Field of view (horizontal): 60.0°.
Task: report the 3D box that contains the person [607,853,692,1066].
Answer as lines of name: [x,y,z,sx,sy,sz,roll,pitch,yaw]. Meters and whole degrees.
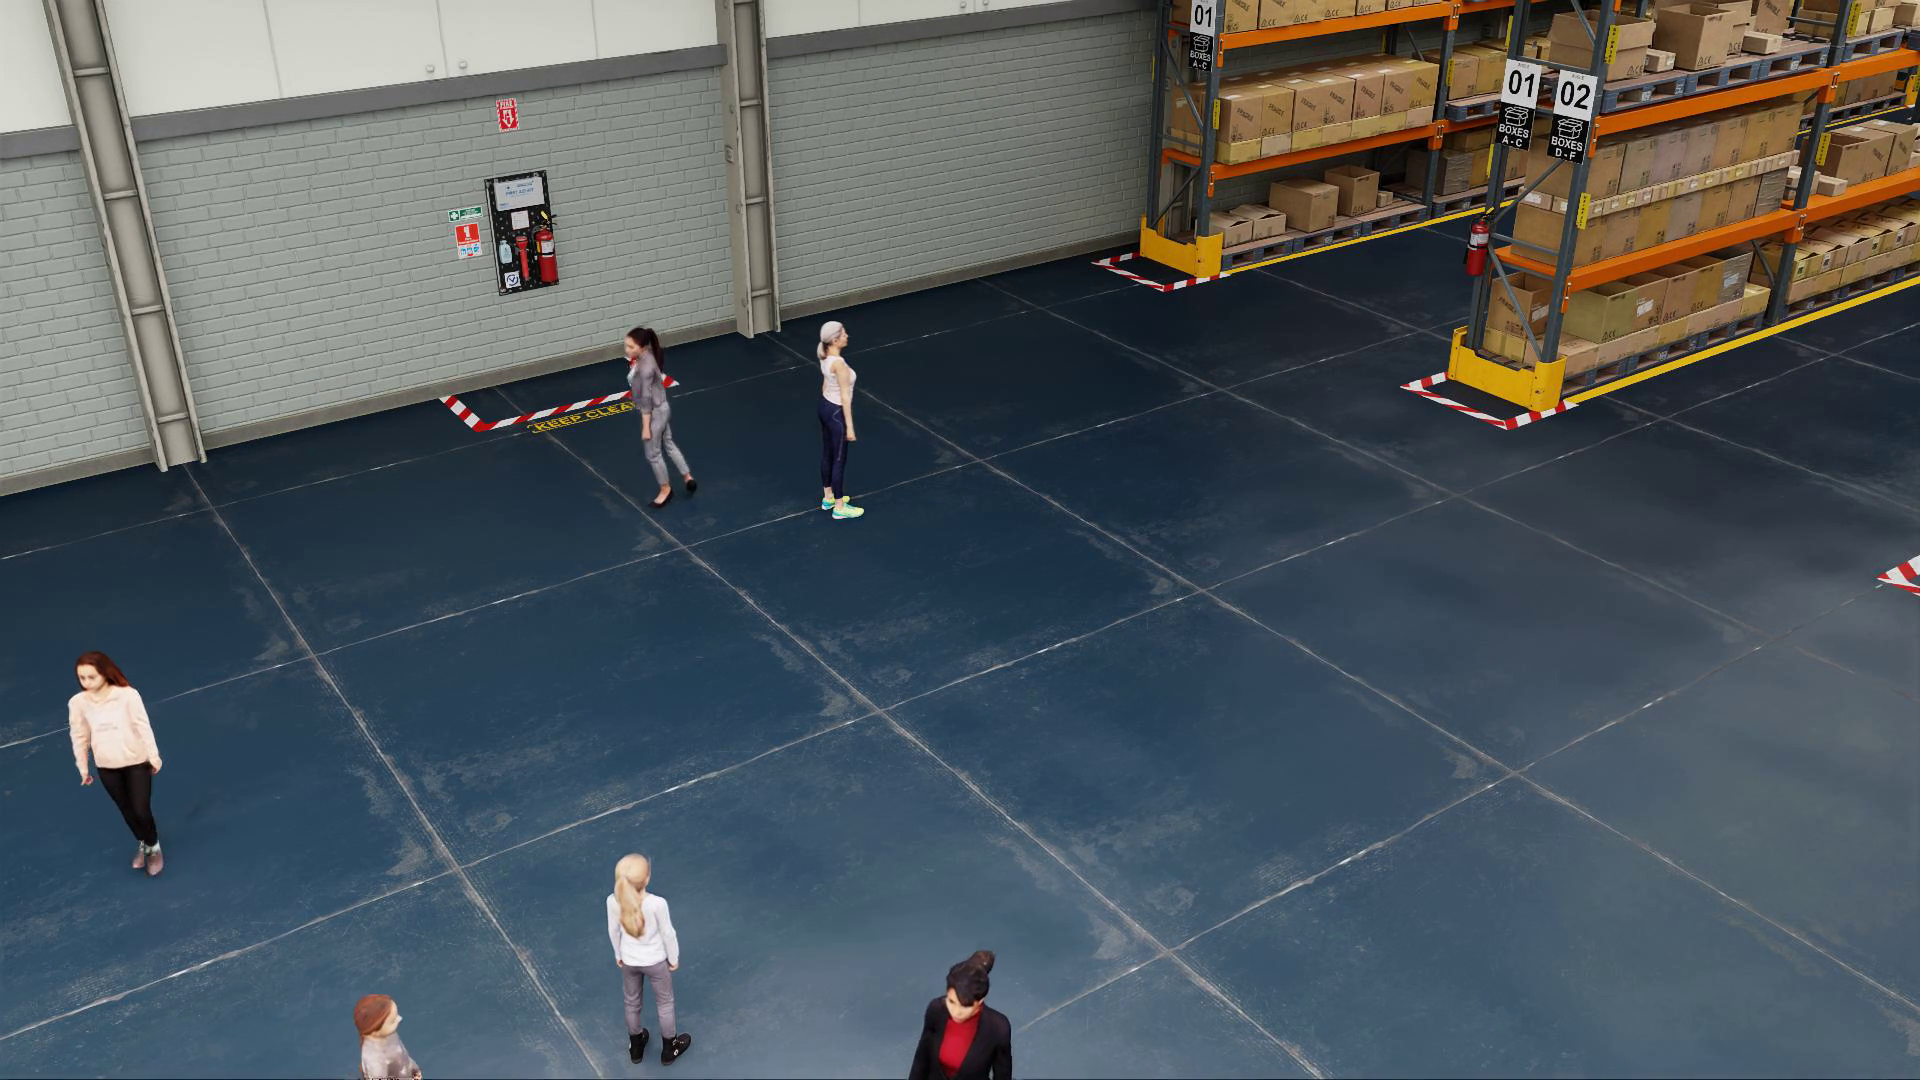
person: [-1.583,2.095,8.330,0.585,1.278,0.645,4,28,9]

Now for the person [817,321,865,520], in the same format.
person: [-1.049,-1.018,13.914,0.571,1.702,0.625,-13,30,-24]

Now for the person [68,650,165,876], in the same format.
person: [-4.885,1.259,9.739,0.649,1.475,0.742,-3,27,-6]

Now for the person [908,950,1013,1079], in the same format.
person: [0.043,2.454,7.287,0.858,1.596,1.101,15,31,27]

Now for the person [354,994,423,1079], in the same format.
person: [-2.658,2.544,7.576,0.869,1.171,0.639,-8,28,-15]

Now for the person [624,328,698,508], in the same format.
person: [-2.543,-1.037,14.015,0.891,1.643,0.847,3,27,5]
